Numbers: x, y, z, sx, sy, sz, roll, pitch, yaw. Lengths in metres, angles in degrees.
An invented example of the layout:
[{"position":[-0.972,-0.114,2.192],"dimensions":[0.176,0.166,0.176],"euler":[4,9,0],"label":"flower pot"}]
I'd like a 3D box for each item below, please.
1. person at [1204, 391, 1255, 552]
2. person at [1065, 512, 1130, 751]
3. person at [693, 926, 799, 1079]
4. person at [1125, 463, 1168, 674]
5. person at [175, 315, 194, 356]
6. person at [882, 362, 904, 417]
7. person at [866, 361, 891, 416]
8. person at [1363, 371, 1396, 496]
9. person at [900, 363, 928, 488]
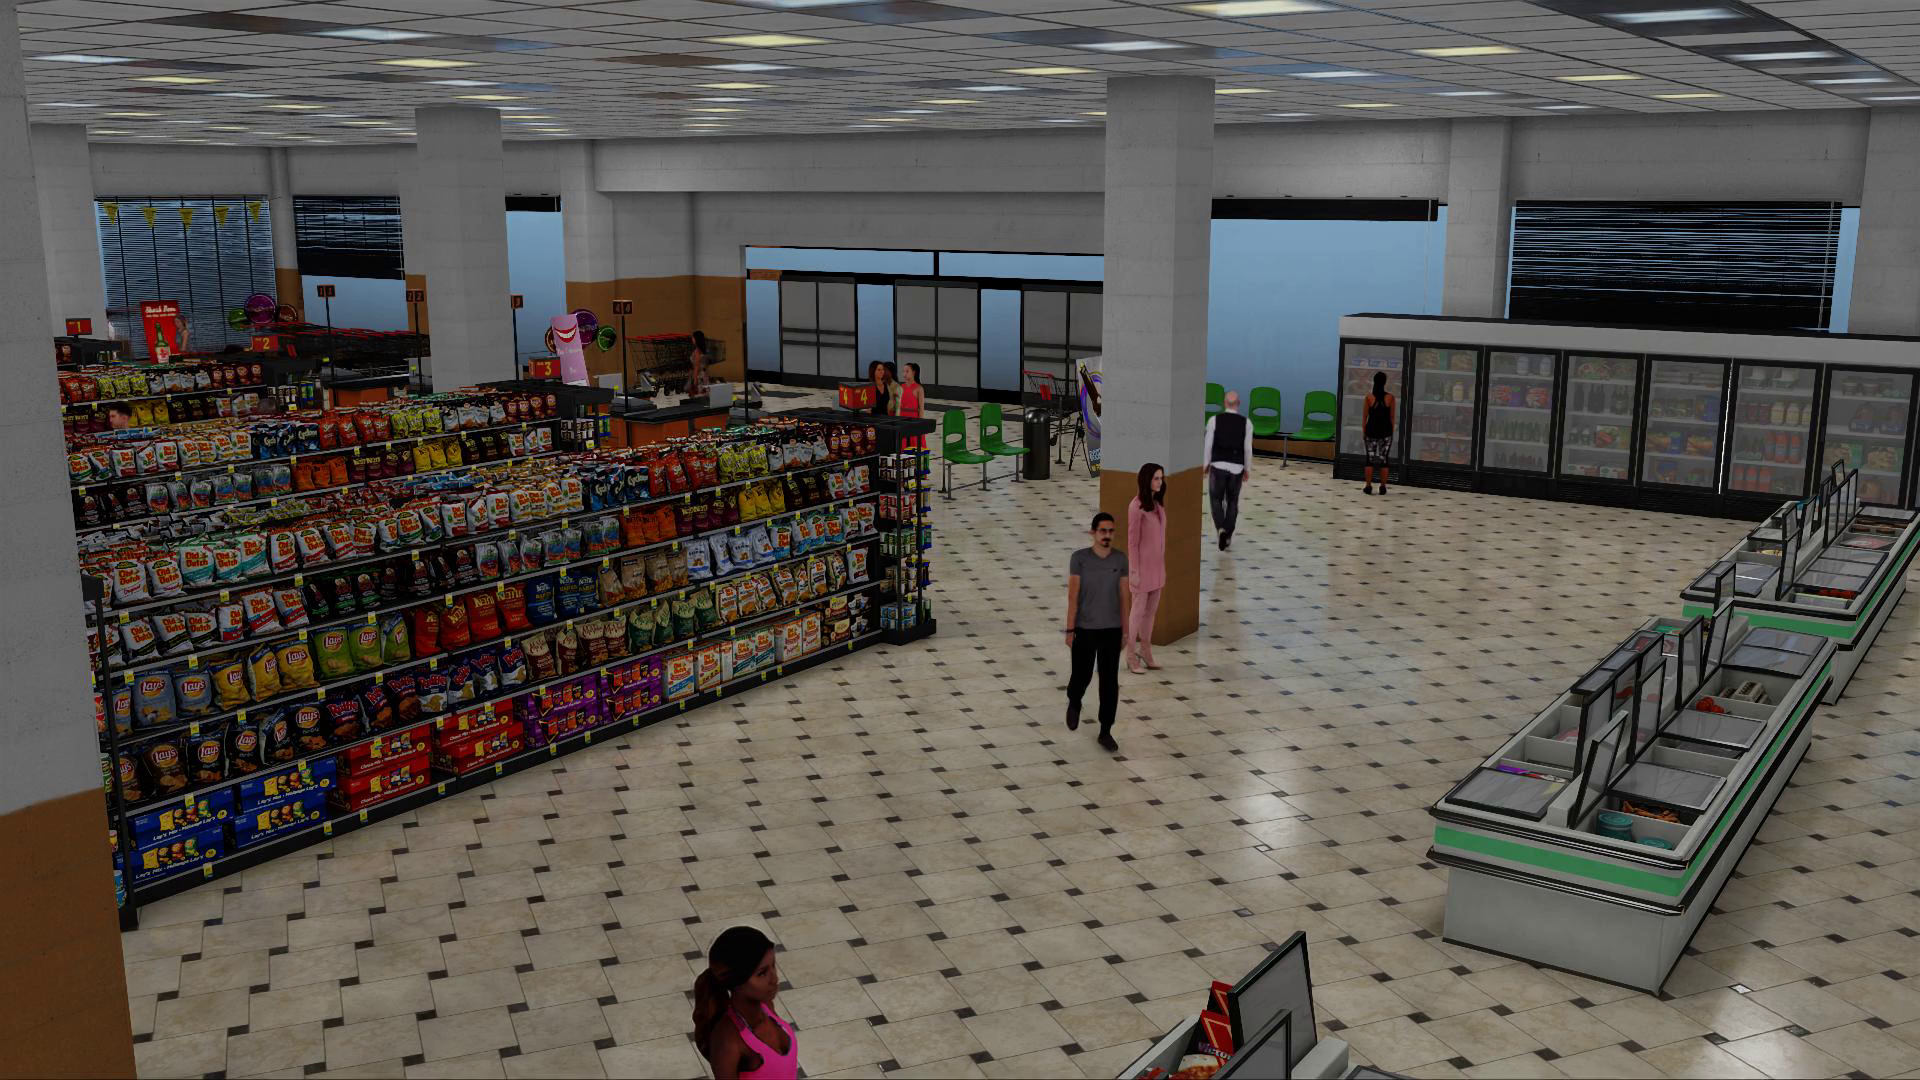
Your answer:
[{"position":[3.003,-0.749,18.735],"dimensions":[1.070,1.796,1.265],"euler":[1,12,4],"label":"person"},{"position":[0.986,0.648,12.236],"dimensions":[0.902,1.740,0.964],"euler":[-2,12,-9],"label":"person"},{"position":[-0.701,2.077,5.487],"dimensions":[0.683,1.724,0.584],"euler":[3,12,15],"label":"person"},{"position":[1.566,0.230,14.076],"dimensions":[0.674,1.800,0.485],"euler":[10,15,39],"label":"person"},{"position":[-14.738,-3.462,31.910],"dimensions":[0.738,1.675,0.641],"euler":[-11,16,-41],"label":"person"},{"position":[-0.959,-1.509,22.348],"dimensions":[0.607,1.794,0.532],"euler":[9,15,37],"label":"person"},{"position":[-1.092,-1.450,21.968],"dimensions":[0.674,1.834,0.511],"euler":[11,16,43],"label":"person"},{"position":[5.636,-1.448,22.378],"dimensions":[0.634,1.662,0.620],"euler":[3,12,14],"label":"person"},{"position":[-0.680,-1.572,22.809],"dimensions":[0.636,1.727,0.598],"euler":[6,13,27],"label":"person"}]
